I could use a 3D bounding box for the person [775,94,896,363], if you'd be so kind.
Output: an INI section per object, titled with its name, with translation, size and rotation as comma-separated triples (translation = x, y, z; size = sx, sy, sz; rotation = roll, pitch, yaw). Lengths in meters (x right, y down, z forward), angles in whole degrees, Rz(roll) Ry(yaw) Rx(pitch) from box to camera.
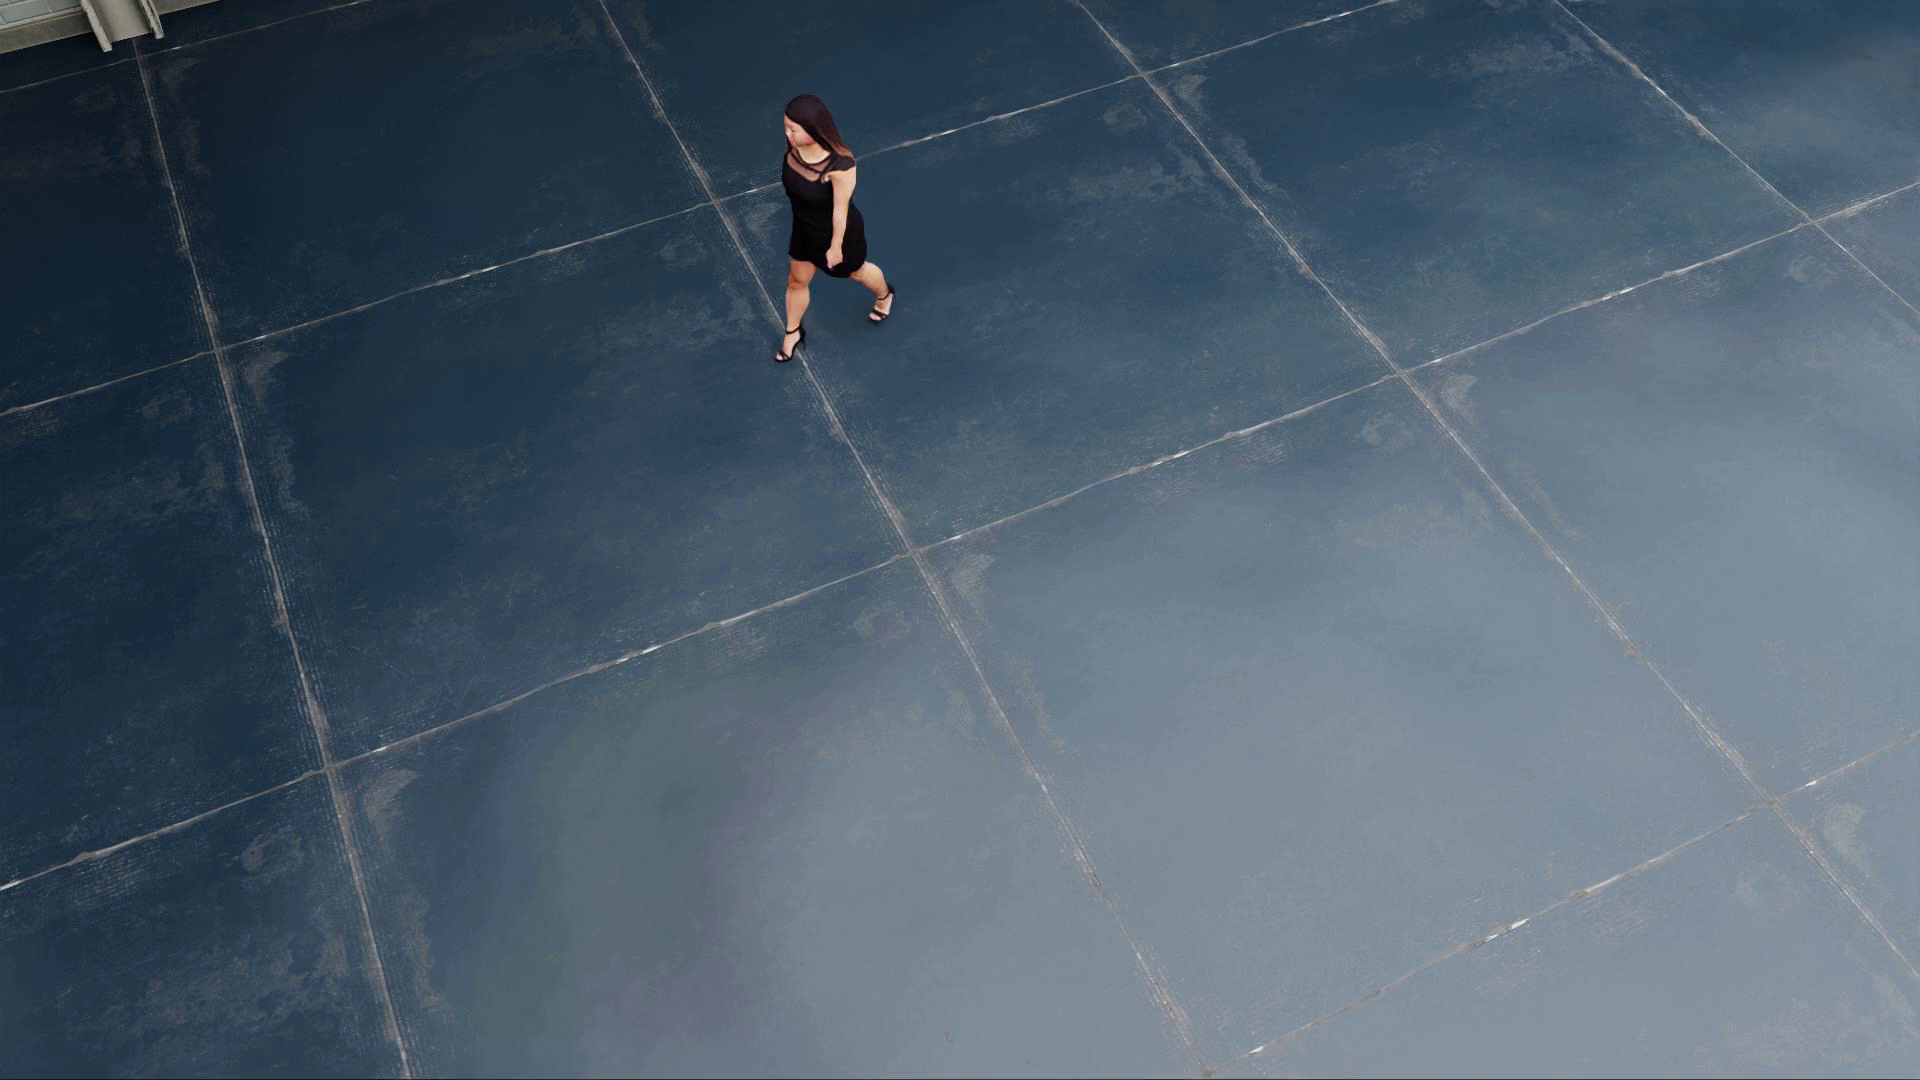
[person]
translation = -0.635, -1.682, 8.859
size = 1.116, 1.675, 0.871
rotation = -37, 61, -25
